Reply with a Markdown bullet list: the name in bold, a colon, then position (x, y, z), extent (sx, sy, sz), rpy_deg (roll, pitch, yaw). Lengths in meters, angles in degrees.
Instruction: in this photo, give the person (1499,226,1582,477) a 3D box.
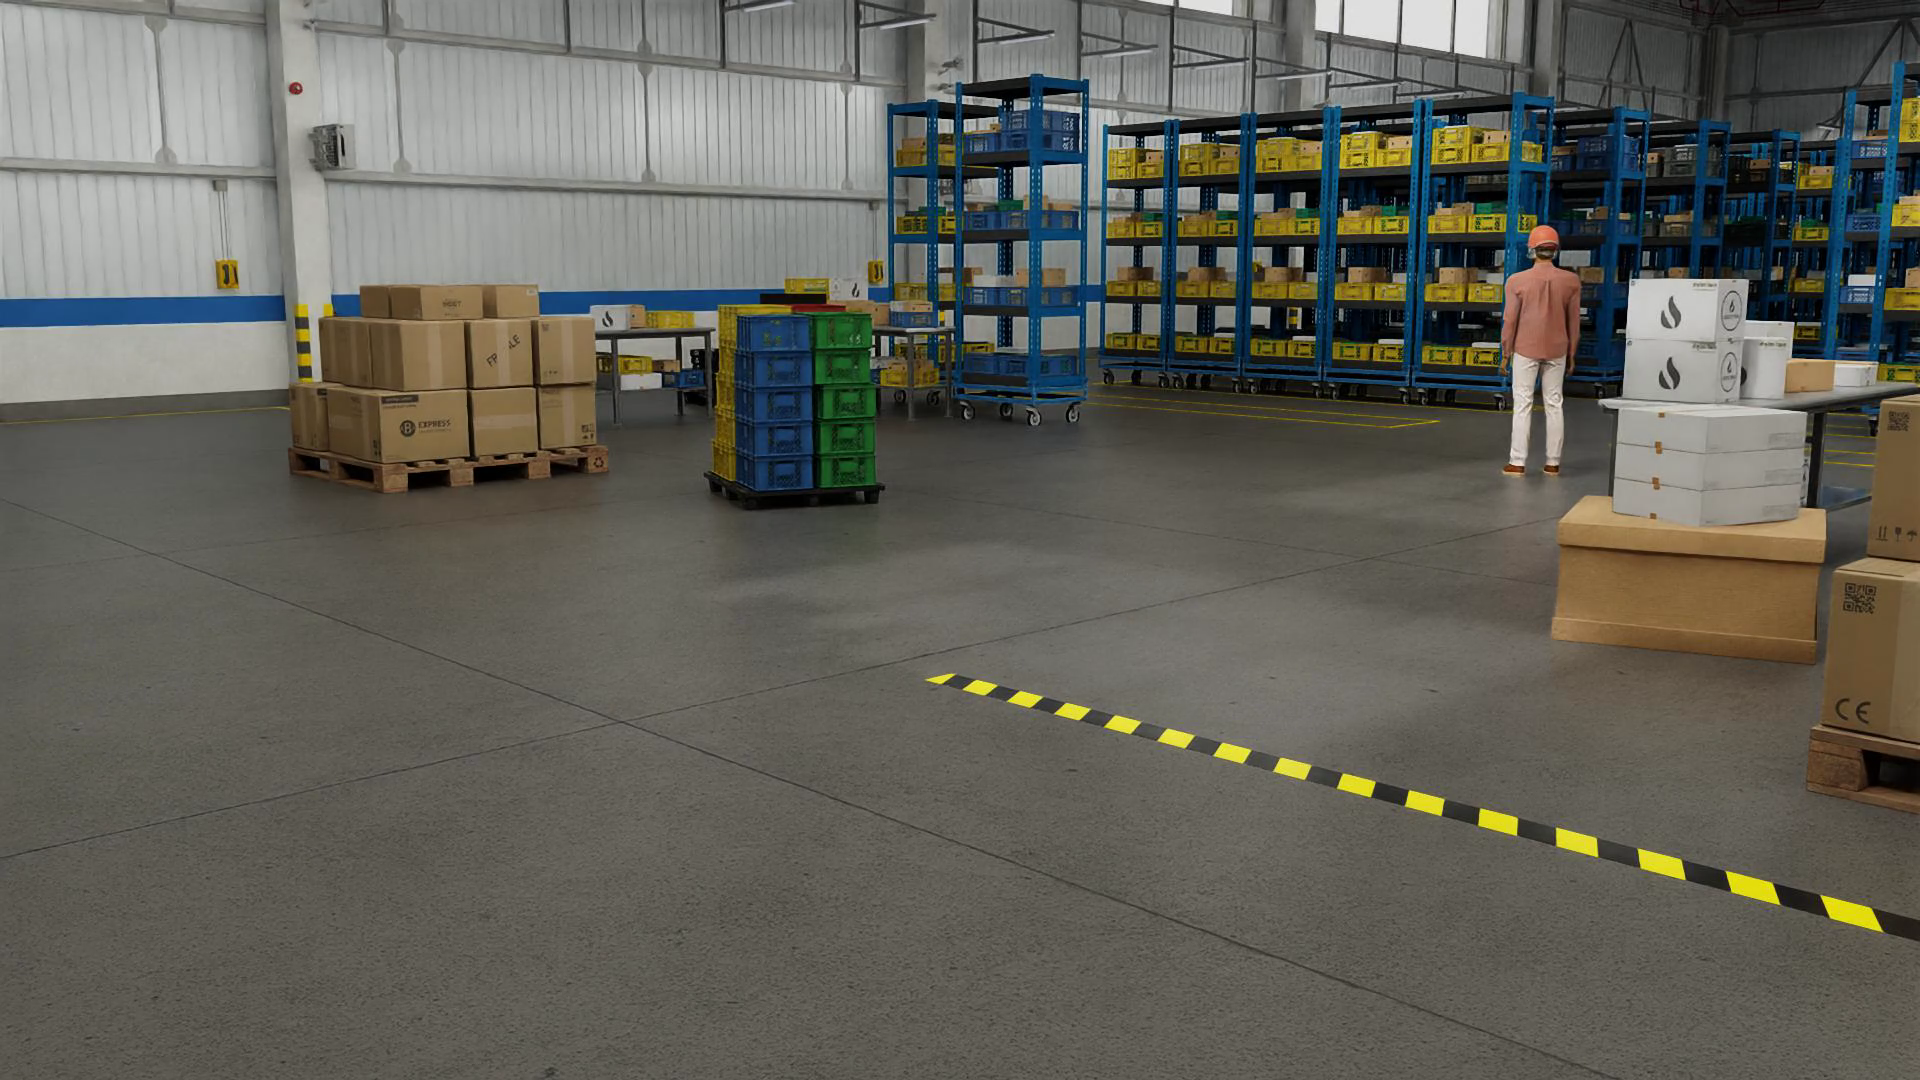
- **person**: position (4.598, -1.486, 13.213), extent (0.622, 1.992, 0.387), rpy_deg (0, 9, 1)
